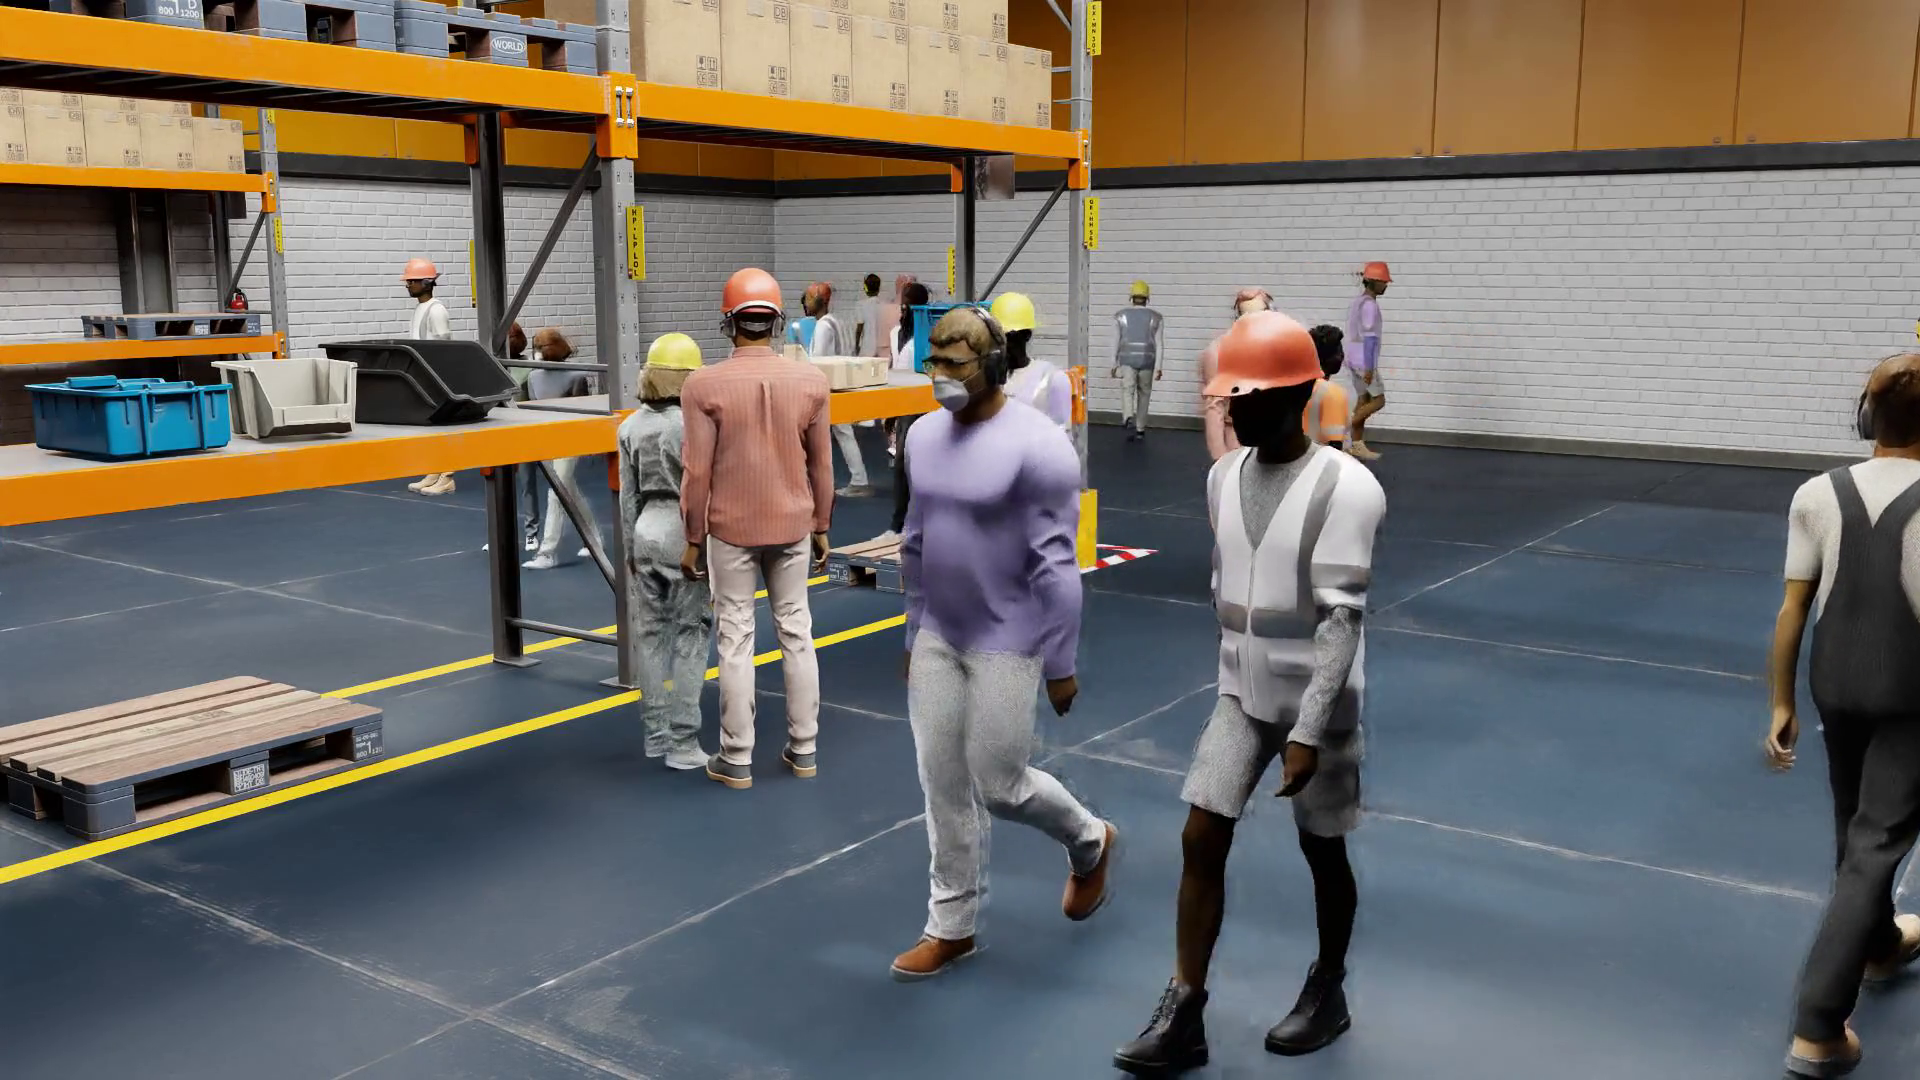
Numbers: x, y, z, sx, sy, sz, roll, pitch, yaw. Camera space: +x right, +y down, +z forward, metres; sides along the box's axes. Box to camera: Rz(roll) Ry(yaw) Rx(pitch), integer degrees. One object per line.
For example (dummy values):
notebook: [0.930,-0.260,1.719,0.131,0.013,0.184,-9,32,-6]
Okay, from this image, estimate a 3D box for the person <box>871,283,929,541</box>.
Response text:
person: [-0.264,-0.906,11.927,0.757,1.872,0.605,-5,11,-26]

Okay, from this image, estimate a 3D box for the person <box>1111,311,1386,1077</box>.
person: [0.716,0.407,4.054,0.868,1.898,0.547,-8,13,-41]

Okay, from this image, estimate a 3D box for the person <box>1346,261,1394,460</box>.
person: [4.085,-1.795,16.789,0.512,2.024,0.611,0,10,0]

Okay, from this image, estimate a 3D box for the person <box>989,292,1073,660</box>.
person: [0.287,-0.262,8.102,0.604,1.879,1.010,5,11,29]

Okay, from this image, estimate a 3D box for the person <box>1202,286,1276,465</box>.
person: [1.761,-0.532,9.688,0.668,1.876,0.593,-2,10,-10]

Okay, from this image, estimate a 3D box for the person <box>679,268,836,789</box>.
person: [-0.786,-0.043,6.429,0.625,1.992,0.389,-5,11,-27]

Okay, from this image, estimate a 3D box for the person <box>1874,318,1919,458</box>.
person: [4.489,-0.191,7.690,0.531,1.869,0.310,2,10,14]

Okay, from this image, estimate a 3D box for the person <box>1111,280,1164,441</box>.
person: [1.997,-2.012,18.719,0.600,1.806,0.772,1,10,5]

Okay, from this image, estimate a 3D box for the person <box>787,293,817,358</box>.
person: [-1.627,-1.845,18.100,0.574,1.687,0.351,-3,10,-16]

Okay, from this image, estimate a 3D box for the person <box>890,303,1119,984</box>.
person: [0.121,0.283,4.740,0.684,1.916,0.627,-9,13,-42]

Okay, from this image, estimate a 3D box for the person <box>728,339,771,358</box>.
person: [-1.780,-1.131,13.442,0.611,1.809,0.600,-1,10,-4]

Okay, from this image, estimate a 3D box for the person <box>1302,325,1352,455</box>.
person: [1.896,-0.320,8.985,0.541,1.682,0.550,-2,10,-10]

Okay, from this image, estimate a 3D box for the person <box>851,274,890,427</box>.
person: [-1.060,-2.307,20.314,0.605,1.862,0.355,-5,11,-27]

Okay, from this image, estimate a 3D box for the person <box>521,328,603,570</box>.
person: [-2.683,-0.628,11.149,0.507,1.583,0.868,5,11,29]

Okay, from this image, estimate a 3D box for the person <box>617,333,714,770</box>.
person: [-1.159,0.056,6.670,0.498,1.757,0.401,6,11,30]

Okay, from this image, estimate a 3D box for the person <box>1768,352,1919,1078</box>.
person: [2.403,0.421,4.284,0.981,1.794,0.516,-7,12,-37]

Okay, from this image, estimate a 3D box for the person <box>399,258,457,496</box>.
person: [-4.616,-1.405,14.397,0.377,2.041,0.616,-7,12,-35]

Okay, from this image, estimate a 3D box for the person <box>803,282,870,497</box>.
person: [-1.242,-1.269,14.205,1.011,1.825,0.586,0,10,0]

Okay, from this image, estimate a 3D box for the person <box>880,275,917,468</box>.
person: [-0.520,-1.621,16.150,0.422,1.893,0.645,-5,11,-29]

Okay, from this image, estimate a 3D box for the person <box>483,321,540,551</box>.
person: [-3.132,-0.732,11.605,0.497,1.633,0.279,0,10,1]
